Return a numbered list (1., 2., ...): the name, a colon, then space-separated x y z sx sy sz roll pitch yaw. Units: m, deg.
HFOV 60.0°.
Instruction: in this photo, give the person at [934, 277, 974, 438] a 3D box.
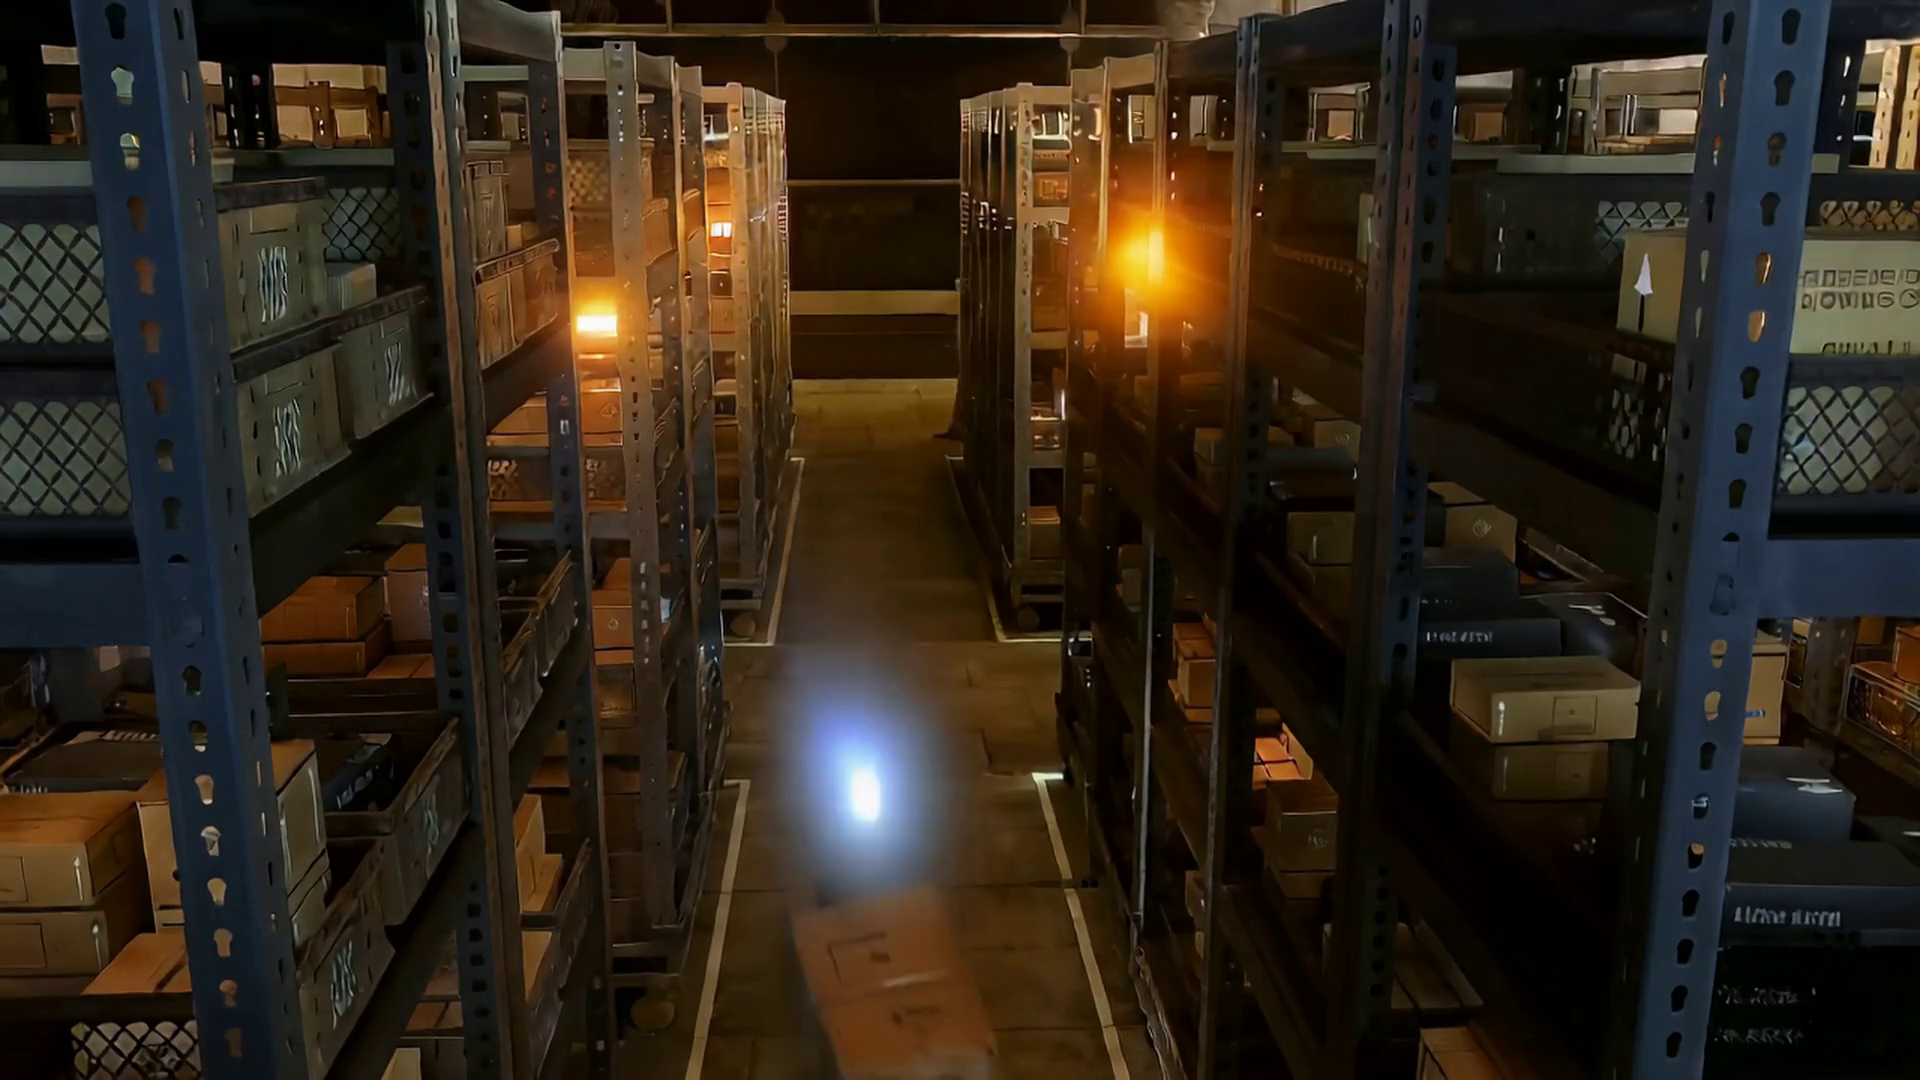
1. person: 0.201 -1.934 17.895 0.966 1.798 0.582 4 14 15
